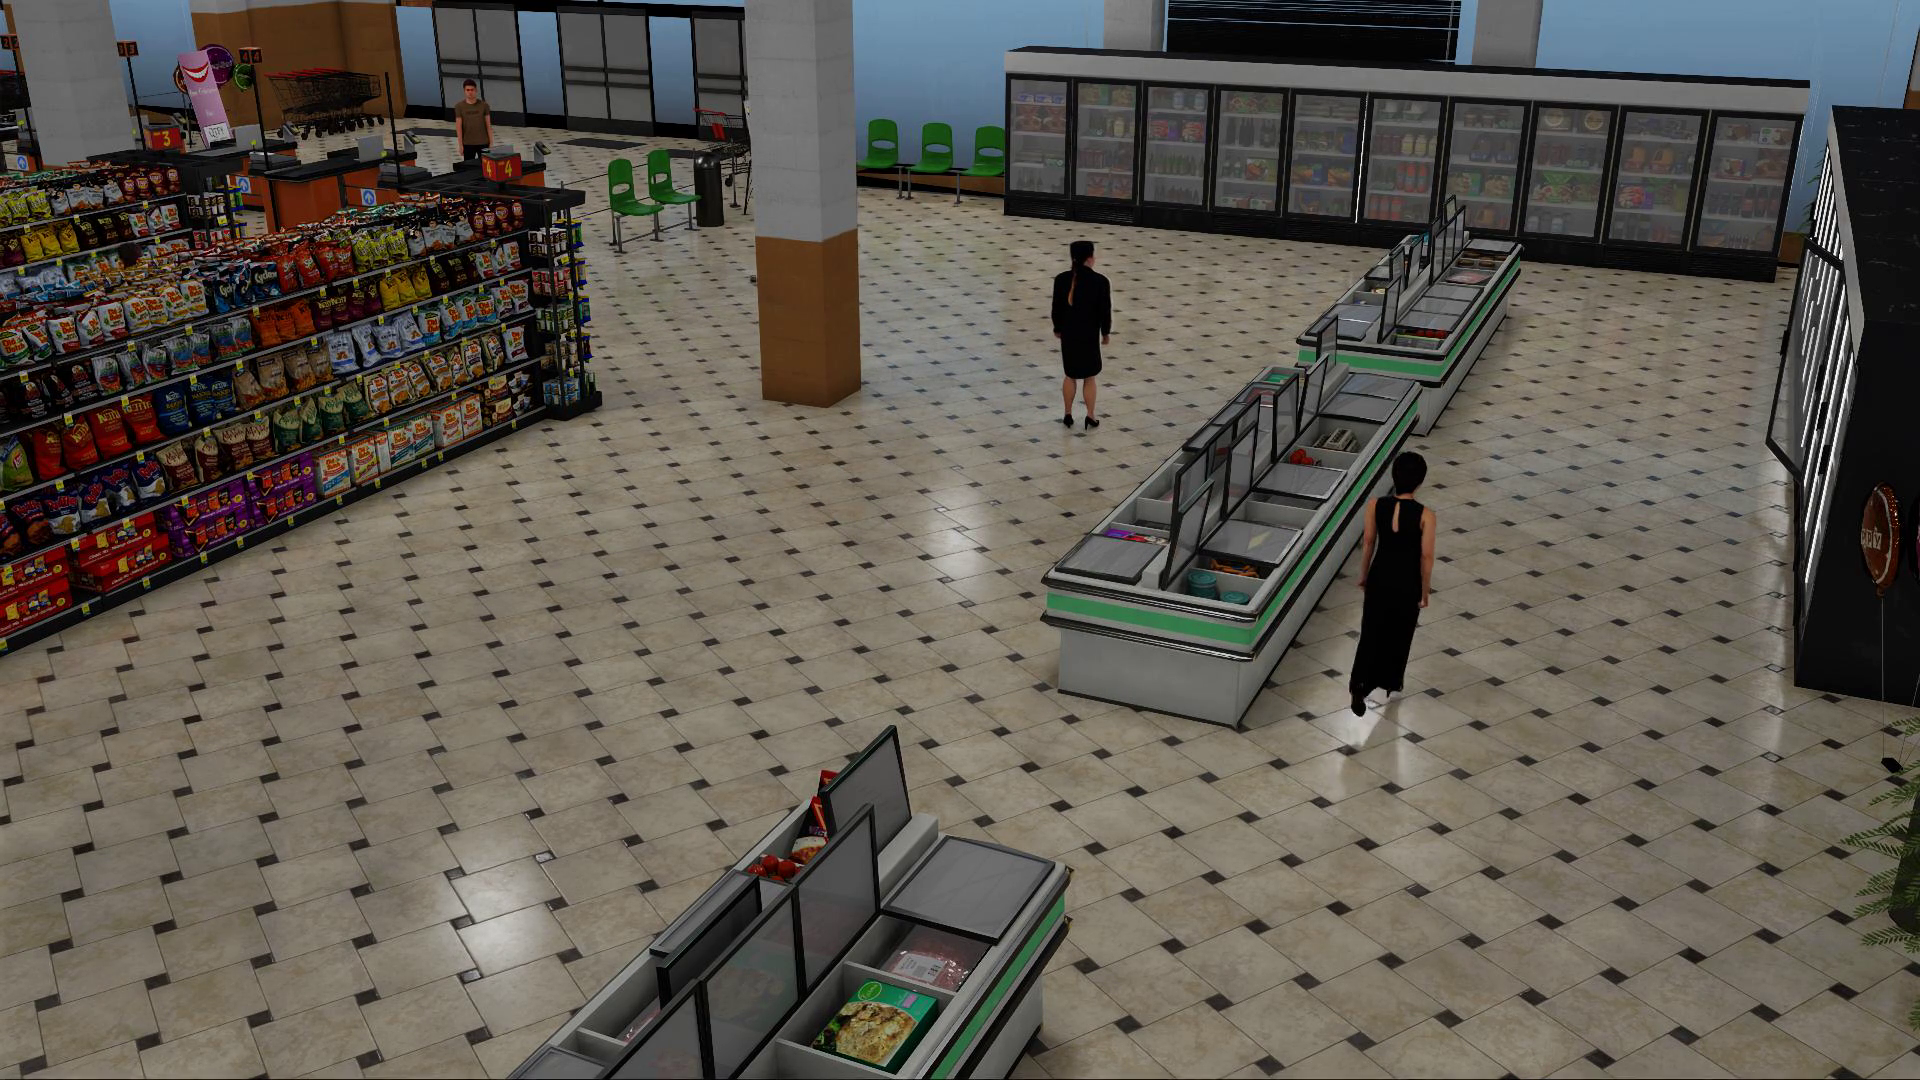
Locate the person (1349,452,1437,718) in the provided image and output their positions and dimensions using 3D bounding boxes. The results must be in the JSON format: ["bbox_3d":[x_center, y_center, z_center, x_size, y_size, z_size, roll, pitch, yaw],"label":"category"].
[{"bbox_3d":[2.462,0.294,9.578,0.636,1.577,0.969,12,25,28],"label":"person"}]

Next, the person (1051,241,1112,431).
[{"bbox_3d":[1.059,-1.796,14.654,0.698,1.671,0.631,8,23,19],"label":"person"}]

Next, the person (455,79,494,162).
[{"bbox_3d":[-7.103,-5.813,24.409,0.730,1.851,0.803,-9,24,-22],"label":"person"}]
